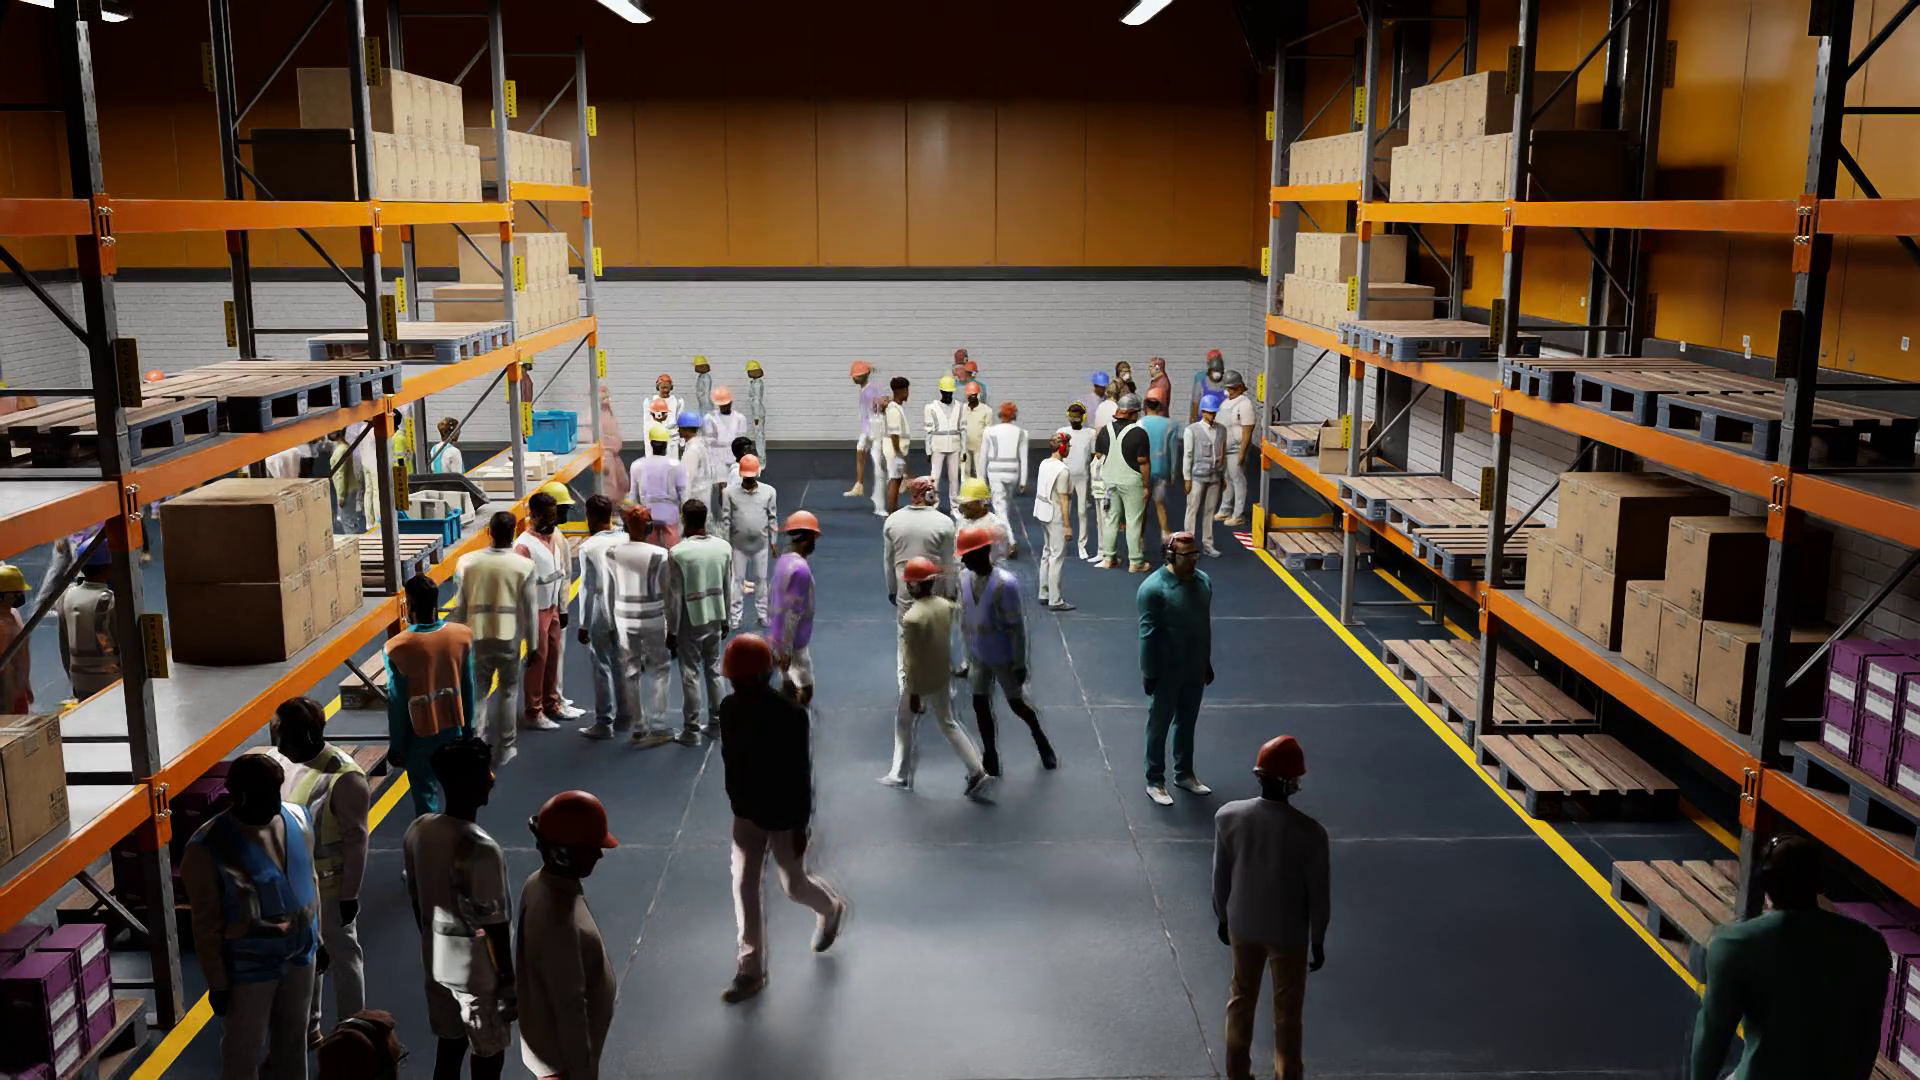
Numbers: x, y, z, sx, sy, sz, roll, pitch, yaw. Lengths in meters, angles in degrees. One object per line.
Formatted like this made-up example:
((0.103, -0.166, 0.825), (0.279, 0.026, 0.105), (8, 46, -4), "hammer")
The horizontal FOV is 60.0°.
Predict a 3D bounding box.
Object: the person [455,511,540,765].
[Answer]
((-3.425, 0.738, 12.321), (0.620, 1.888, 0.527), (0, 11, 1), "person")

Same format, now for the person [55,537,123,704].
((-5.728, 0.937, 11.165), (0.616, 1.945, 0.399), (4, 12, 20), "person")

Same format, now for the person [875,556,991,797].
((-0.176, 0.961, 11.655), (0.861, 1.717, 0.564), (8, 14, 34), "person")

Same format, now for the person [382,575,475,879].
((-3.217, 1.157, 10.141), (0.393, 1.920, 0.591), (9, 15, 39), "person")

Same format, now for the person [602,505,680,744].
((-2.442, 0.654, 12.771), (0.579, 1.881, 0.378), (1, 11, 7), "person")

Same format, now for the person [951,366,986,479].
((0.058, -1.555, 23.876), (0.664, 1.865, 0.777), (-4, 12, -20), "person")

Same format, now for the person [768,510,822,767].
((-1.220, 0.734, 12.329), (0.524, 1.889, 0.579), (-4, 12, -20), "person")

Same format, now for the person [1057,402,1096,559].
((1.364, -0.697, 19.575), (0.520, 1.865, 0.333), (2, 11, 8), "person")

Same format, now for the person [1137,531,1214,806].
((1.527, 0.877, 11.573), (0.651, 1.907, 0.409), (-8, 14, -36), "person")

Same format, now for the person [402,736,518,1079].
((-2.045, 1.768, 6.950), (0.600, 1.967, 0.368), (9, 15, 39), "person")

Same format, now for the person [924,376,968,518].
((-0.178, -1.221, 22.078), (0.585, 1.918, 0.410), (-3, 12, -15), "person")

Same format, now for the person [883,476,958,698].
((-0.311, 0.406, 13.949), (0.643, 1.903, 0.399), (4, 12, 20), "person")

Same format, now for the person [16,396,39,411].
((-12.608, -1.189, 22.614), (0.283, 1.634, 0.498), (-1, 11, -4), "person")

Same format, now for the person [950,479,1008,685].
((0.144, 0.375, 14.340), (0.405, 1.823, 0.672), (-10, 15, -40), "person")

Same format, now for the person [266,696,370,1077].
((-3.098, 1.636, 7.930), (0.627, 1.844, 0.429), (5, 12, 24), "person")

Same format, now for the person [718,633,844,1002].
((-0.953, 1.401, 8.807), (0.607, 1.963, 0.818), (7, 13, 31), "person")

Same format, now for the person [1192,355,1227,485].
((3.748, -1.748, 24.397), (0.689, 2.000, 0.942), (0, 11, -2), "person")

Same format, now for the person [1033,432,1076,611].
((0.964, -0.192, 17.118), (0.385, 1.836, 0.567), (-4, 12, -17), "person")

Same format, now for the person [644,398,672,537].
((-3.771, -0.915, 20.941), (0.335, 1.749, 0.575), (-6, 13, -28), "person")

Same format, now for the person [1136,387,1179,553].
((2.284, -0.811, 19.782), (0.619, 2.024, 0.542), (-1, 11, -5), "person")

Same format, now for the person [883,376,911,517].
((-0.816, -1.151, 21.604), (0.372, 1.965, 0.612), (1, 11, 4), "person")

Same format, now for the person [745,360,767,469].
((-3.240, -1.984, 26.357), (0.321, 1.737, 0.483), (-1, 11, -6), "person")

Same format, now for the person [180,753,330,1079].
((-2.963, 1.798, 7.127), (0.429, 1.842, 0.626), (6, 13, 26), "person")

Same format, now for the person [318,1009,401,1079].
((-1.643, 2.241, 4.733), (0.642, 1.908, 0.407), (3, 12, 14), "person")

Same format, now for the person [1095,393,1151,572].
((1.915, -0.665, 18.965), (0.688, 2.000, 0.536), (9, 14, 38), "person")

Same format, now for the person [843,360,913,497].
((-1.166, -1.591, 23.766), (0.981, 1.994, 0.630), (-3, 12, -16), "person")

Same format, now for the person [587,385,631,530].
((-4.450, -1.045, 21.261), (0.539, 1.877, 0.674), (1, 11, 5), "person")

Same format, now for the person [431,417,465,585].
((-5.584, -0.432, 18.288), (0.513, 1.845, 0.334), (9, 15, 39), "person")

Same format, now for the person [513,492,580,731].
((-3.317, 0.558, 13.178), (0.410, 1.909, 0.593), (3, 12, 12), "person")

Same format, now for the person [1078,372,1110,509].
((1.887, -1.322, 22.618), (0.634, 1.902, 0.963), (-4, 12, -20), "person")

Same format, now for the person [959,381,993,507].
((0.177, -1.312, 22.930), (0.561, 1.753, 0.327), (4, 12, 21), "person")

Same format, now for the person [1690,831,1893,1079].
((2.931, 1.993, 6.067), (0.785, 1.893, 0.569), (1, 11, 5), "person")

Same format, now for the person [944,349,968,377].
((0.034, -2.071, 26.356), (0.409, 1.906, 0.651), (-9, 15, -39), "person")

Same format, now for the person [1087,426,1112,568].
((1.655, -0.501, 19.155), (0.307, 1.639, 0.525), (-2, 11, -8), "person")

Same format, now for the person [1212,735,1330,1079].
((1.429, 1.743, 7.615), (0.564, 1.751, 0.342), (8, 14, 35), "person")

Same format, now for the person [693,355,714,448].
((-4.191, -2.144, 27.155), (0.327, 1.736, 0.487), (-5, 12, -22), "person")

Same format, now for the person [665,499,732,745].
((-1.996, 0.630, 12.818), (0.409, 1.906, 0.604), (9, 15, 39), "person")

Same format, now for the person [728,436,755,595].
((-2.357, -0.273, 17.862), (0.322, 1.698, 0.533), (0, 11, -2), "person")

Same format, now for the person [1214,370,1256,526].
((3.523, -1.212, 21.711), (0.535, 2.000, 0.673), (-4, 12, -17), "person")

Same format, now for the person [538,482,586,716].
((-3.292, 0.478, 13.521), (0.388, 1.926, 0.590), (-6, 13, -27), "person")

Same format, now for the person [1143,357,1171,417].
((2.941, -1.776, 24.876), (0.403, 1.906, 0.651), (1, 11, 7), "person")

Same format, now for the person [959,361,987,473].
((0.160, -1.922, 25.997), (0.571, 1.747, 0.342), (3, 12, 17), "person")

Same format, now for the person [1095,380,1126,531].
((1.948, -1.082, 21.314), (0.355, 1.938, 0.636), (-5, 12, -22), "person")

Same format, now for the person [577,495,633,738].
((-2.750, 0.593, 13.008), (0.411, 1.906, 0.602), (6, 13, 26), "person")

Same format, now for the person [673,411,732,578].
((-2.978, -0.465, 18.355), (0.974, 1.903, 0.604), (-3, 12, -15), "person")

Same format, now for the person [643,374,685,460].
((-4.007, -1.314, 22.612), (0.574, 1.887, 0.356), (-5, 12, -23), "person")

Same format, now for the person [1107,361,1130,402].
((2.296, -1.621, 24.023), (0.379, 1.937, 0.629), (4, 12, 20), "person")

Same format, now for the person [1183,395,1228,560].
((2.895, -0.745, 19.601), (0.607, 1.947, 0.405), (-6, 13, -26), "person")

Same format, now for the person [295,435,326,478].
((-9.388, -1.436, 23.809), (0.853, 1.655, 0.565), (9, 14, 37), "person")

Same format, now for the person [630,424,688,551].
((-3.068, -0.233, 17.088), (0.593, 1.924, 0.381), (1, 11, 6), "person")

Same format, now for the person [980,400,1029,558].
((0.551, -0.734, 19.792), (0.583, 1.856, 0.908), (-3, 12, -16), "person")

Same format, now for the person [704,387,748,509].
((-2.928, -0.998, 21.019), (0.599, 1.887, 0.759), (-5, 12, -23), "person")

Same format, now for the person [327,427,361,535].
((-7.089, -0.548, 19.099), (0.339, 1.761, 0.524), (-2, 12, -12), "person")

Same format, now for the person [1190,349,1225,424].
((3.854, -1.935, 25.503), (0.655, 1.980, 0.448), (3, 12, 16), "person")

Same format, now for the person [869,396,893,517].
((-1.008, -1.119, 22.291), (0.375, 1.626, 0.526), (5, 12, 23), "person")

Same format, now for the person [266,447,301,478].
((-7.327, -0.367, 17.959), (0.389, 1.846, 0.567), (5, 12, 22), "person")

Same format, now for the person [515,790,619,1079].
((-1.451, 1.900, 6.245), (0.393, 1.985, 0.611), (-5, 12, -22), "person")

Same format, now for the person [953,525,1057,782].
((0.300, 0.796, 12.020), (0.589, 1.901, 0.788), (9, 15, 40), "person")

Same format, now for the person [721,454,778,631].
((-2.054, 0.019, 16.286), (0.563, 1.741, 0.339), (-3, 12, -13), "person")

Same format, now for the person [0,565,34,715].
((-6.353, 1.032, 11.176), (0.345, 1.756, 0.518), (-3, 12, -15), "person")
